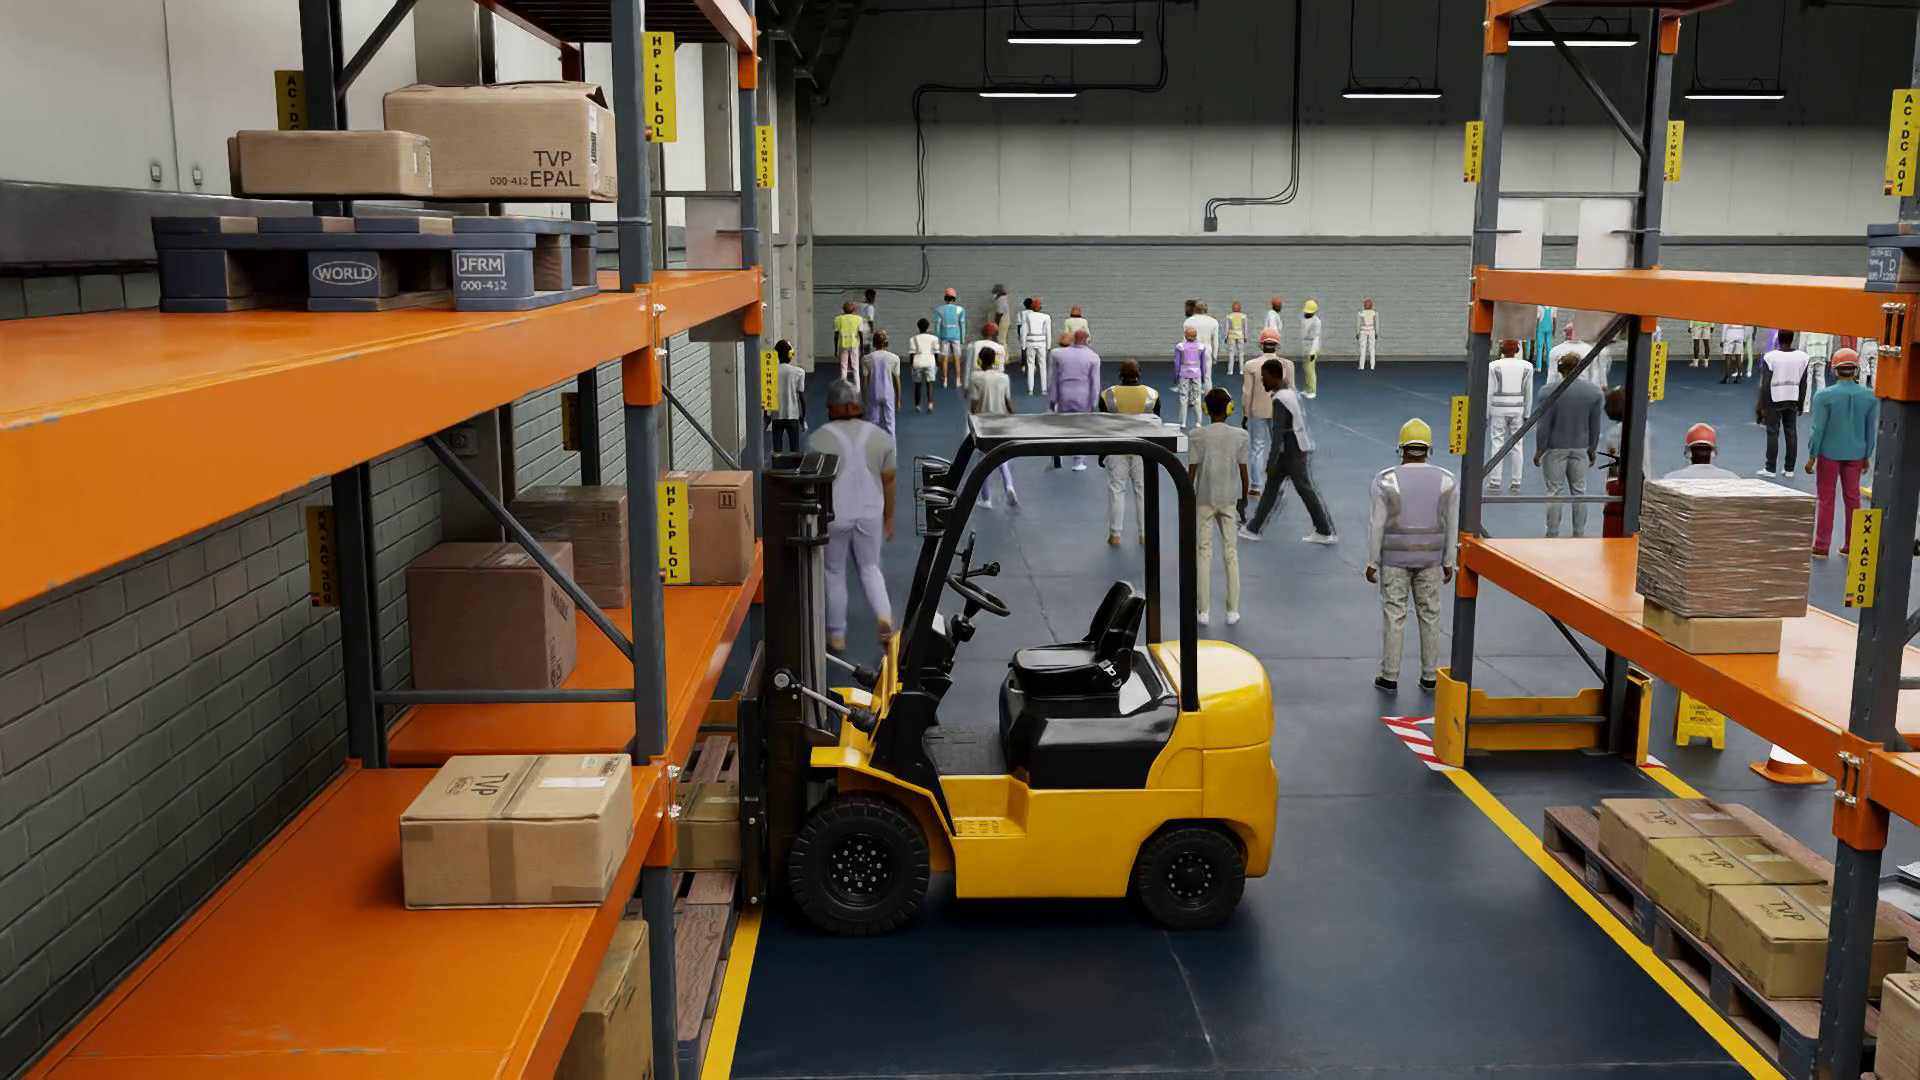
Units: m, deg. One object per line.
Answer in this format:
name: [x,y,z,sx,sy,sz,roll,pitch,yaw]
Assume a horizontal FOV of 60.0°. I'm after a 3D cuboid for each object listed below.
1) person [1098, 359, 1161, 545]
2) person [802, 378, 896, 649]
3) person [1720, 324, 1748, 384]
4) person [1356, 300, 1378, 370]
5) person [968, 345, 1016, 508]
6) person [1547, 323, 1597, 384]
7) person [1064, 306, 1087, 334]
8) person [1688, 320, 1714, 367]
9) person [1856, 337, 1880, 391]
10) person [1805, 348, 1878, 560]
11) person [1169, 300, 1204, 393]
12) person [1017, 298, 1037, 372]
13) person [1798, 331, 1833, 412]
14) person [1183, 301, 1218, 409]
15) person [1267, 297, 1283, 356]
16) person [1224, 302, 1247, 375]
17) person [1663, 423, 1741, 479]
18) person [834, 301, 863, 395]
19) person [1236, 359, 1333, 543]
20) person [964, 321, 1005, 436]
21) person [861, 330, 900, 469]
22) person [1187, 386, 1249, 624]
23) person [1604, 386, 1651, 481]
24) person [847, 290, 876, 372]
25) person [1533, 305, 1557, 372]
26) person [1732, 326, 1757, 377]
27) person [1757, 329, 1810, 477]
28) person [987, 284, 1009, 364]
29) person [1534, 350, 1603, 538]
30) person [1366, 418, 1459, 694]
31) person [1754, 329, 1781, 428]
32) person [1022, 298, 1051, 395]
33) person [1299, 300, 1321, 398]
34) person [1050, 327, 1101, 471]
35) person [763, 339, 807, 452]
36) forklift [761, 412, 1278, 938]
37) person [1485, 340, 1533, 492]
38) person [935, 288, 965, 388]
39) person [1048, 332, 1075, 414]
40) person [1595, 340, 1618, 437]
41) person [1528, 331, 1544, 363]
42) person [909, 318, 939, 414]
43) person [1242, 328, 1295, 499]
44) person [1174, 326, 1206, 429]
person: [1.665,-0.866,16.438,0.627,1.843,0.429,0,10,0]
person: [-0.800,-0.192,12.132,0.700,2.000,0.726,-4,11,-22]
person: [16.267,-4.241,34.981,0.549,1.934,0.374,0,10,0]
person: [9.520,-4.795,38.889,0.517,1.639,0.313,0,10,0]
person: [0.374,-1.247,18.595,0.529,1.841,0.625,-4,11,-22]
person: [8.191,-1.962,22.373,0.645,1.905,0.400,0,10,0]
person: [2.460,-4.161,35.372,0.503,1.632,0.271,0,10,0]
person: [17.688,-5.139,39.689,0.611,2.040,0.393,0,10,0]
person: [17.436,-3.598,31.937,0.489,1.741,0.322,0,10,0]
person: [8.287,-0.806,15.684,0.616,1.990,0.393,0,10,0]
person: [4.508,-3.784,32.659,0.839,1.854,0.675,-1,10,-7]
person: [1.572,-4.718,38.293,0.538,1.698,0.320,0,10,0]
person: [15.033,-3.204,29.256,0.591,1.916,0.383,0,10,0]
person: [4.297,-3.303,29.748,0.631,1.936,0.362,0,10,0]
person: [6.459,-4.099,34.419,0.436,1.853,0.690,3,11,16]
person: [6.192,-4.517,37.340,0.517,1.639,0.313,0,10,0]
person: [5.072,0.066,11.497,0.567,1.748,0.339,0,10,0]
person: [-2.166,-3.730,32.377,0.566,1.844,0.381,0,10,0]
person: [3.220,-0.868,16.484,1.075,1.833,0.597,2,10,10]
person: [0.333,-2.195,23.803,0.605,1.857,0.581,4,11,23]
person: [-1.032,-1.820,21.751,0.508,1.842,0.336,0,10,0]
person: [2.003,-0.266,13.032,0.521,1.865,0.319,0,10,0]
person: [5.476,-0.337,13.565,0.544,1.818,0.531,-7,12,-35]
person: [-2.188,-4.818,38.311,1.076,1.887,0.607,-6,12,-30]
person: [13.449,-4.785,38.270,0.508,1.842,0.336,0,10,0]
person: [17.415,-4.554,36.910,0.521,1.870,0.319,0,10,0]
person: [10.481,-1.757,21.192,0.591,1.916,0.383,0,10,0]
person: [0.926,-5.300,40.584,0.622,2.000,0.766,-1,10,-7]
person: [5.907,-0.873,16.209,0.631,1.938,0.362,0,10,0]
person: [2.980,0.113,11.011,0.595,1.831,0.403,0,10,0]
person: [13.144,-2.764,26.791,0.463,1.922,0.723,3,11,16]
person: [1.492,-3.783,32.572,0.578,1.882,0.346,0,10,0]
person: [6.690,-3.662,31.924,0.465,1.876,0.745,-3,11,-14]
person: [1.505,-1.832,21.739,0.670,1.874,0.539,4,11,22]
person: [-2.031,-1.388,19.283,0.521,1.865,0.319,0,10,0]
forklift: [0.291,0.548,7.580,2.313,2.155,1.214,0,10,-2]
person: [6.540,-1.507,19.892,0.578,1.882,0.346,0,10,0]
person: [-0.205,-4.139,34.110,0.611,2.042,0.395,0,10,0]
person: [1.565,-2.383,25.532,0.526,1.606,0.480,6,12,32]
person: [9.833,-2.432,25.561,0.434,1.699,0.618,3,11,16]
person: [14.189,-5.310,40.937,0.549,1.934,0.374,0,10,0]
person: [-0.616,-3.042,29.061,0.539,1.663,0.818,-1,10,-7]
person: [3.583,-1.472,19.385,0.616,1.993,0.395,0,10,0]
person: [3.685,-2.600,26.658,0.517,1.639,0.313,0,10,0]
